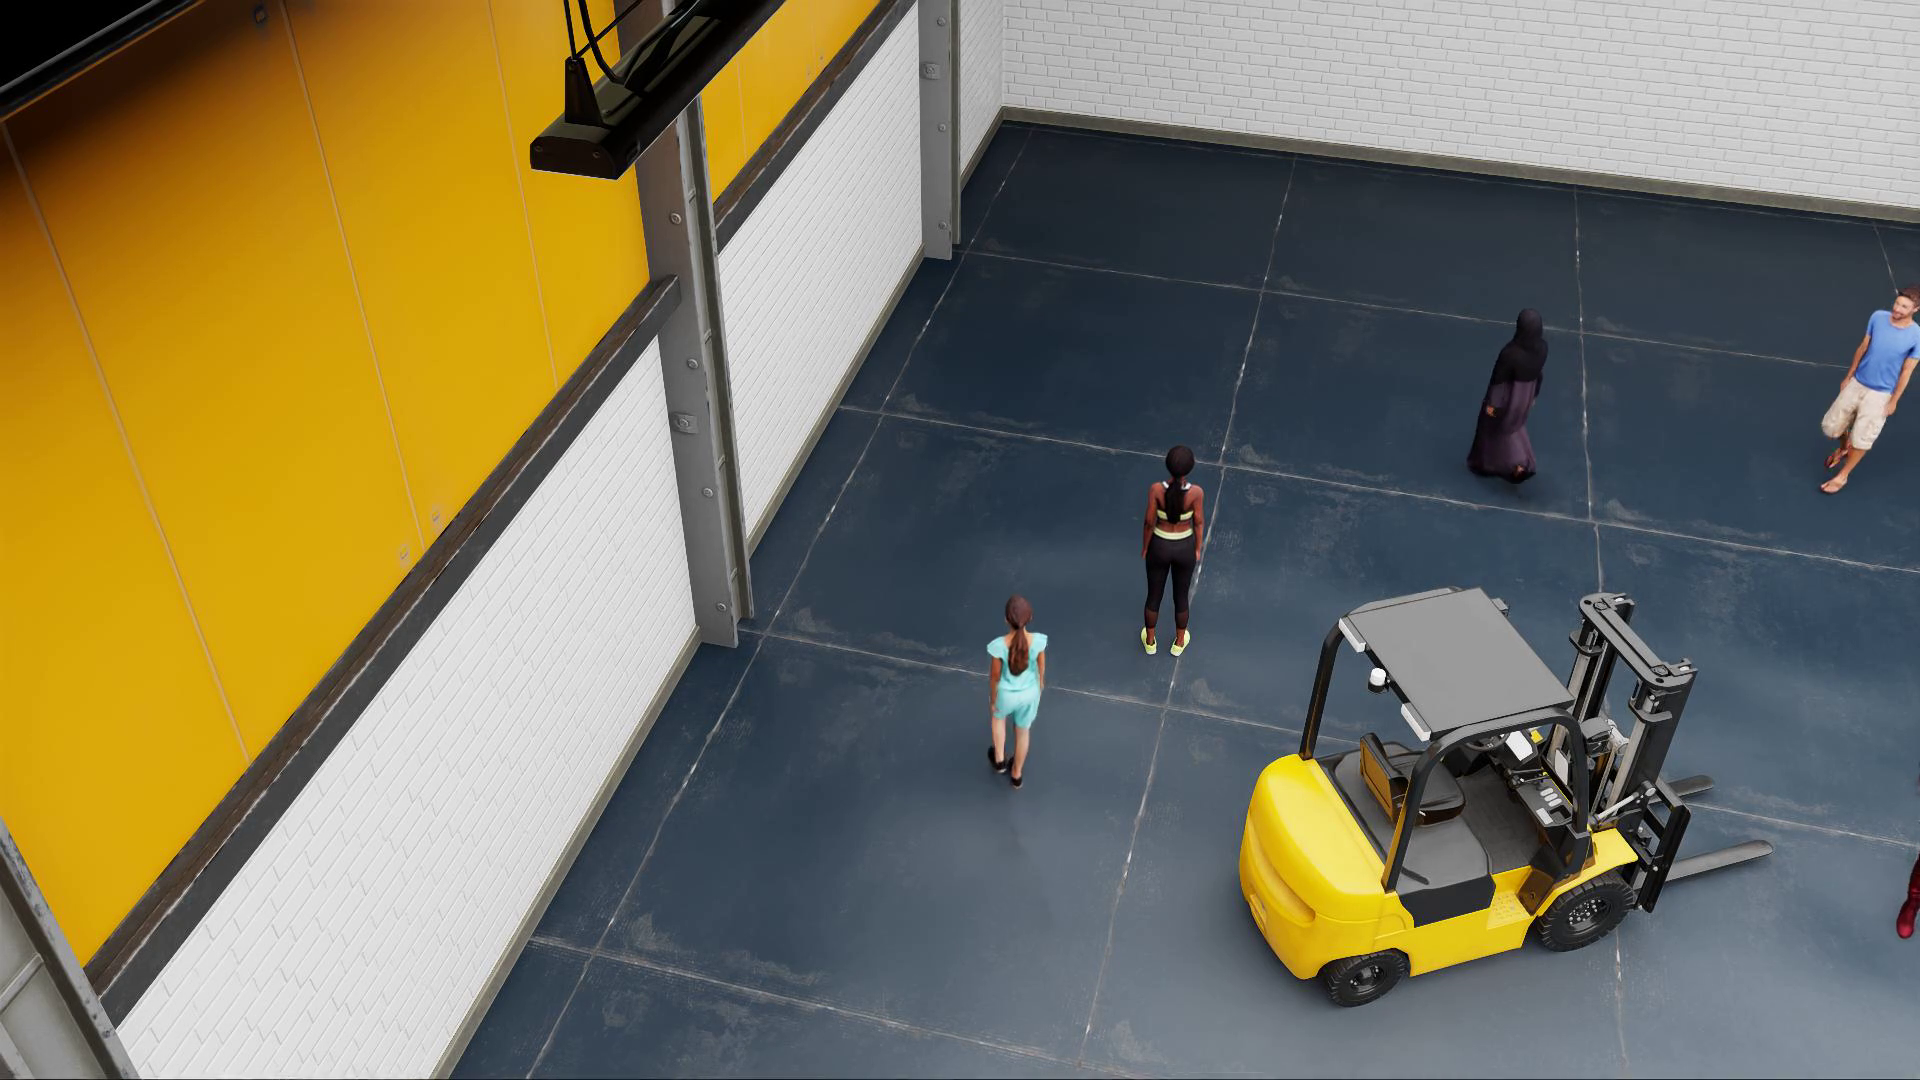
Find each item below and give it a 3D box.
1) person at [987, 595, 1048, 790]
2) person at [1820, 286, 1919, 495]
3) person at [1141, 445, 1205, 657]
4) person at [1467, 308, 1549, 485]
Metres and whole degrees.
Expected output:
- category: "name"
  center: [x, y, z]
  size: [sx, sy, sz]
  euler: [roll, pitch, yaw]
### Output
- category: "person"
  center: [0.378, 1.021, 10.702]
  size: [0.641, 1.549, 0.693]
  euler: [-4, 39, -4]
- category: "person"
  center: [7.343, -1.244, 13.291]
  size: [0.913, 1.857, 0.849]
  euler: [-23, 44, -26]
- category: "person"
  center: [1.484, 0.087, 11.707]
  size: [0.592, 1.753, 0.542]
  euler: [4, 39, 5]
- category: "person"
  center: [4.450, -1.112, 13.330]
  size: [0.878, 1.602, 0.997]
  euler: [-13, 40, -16]
